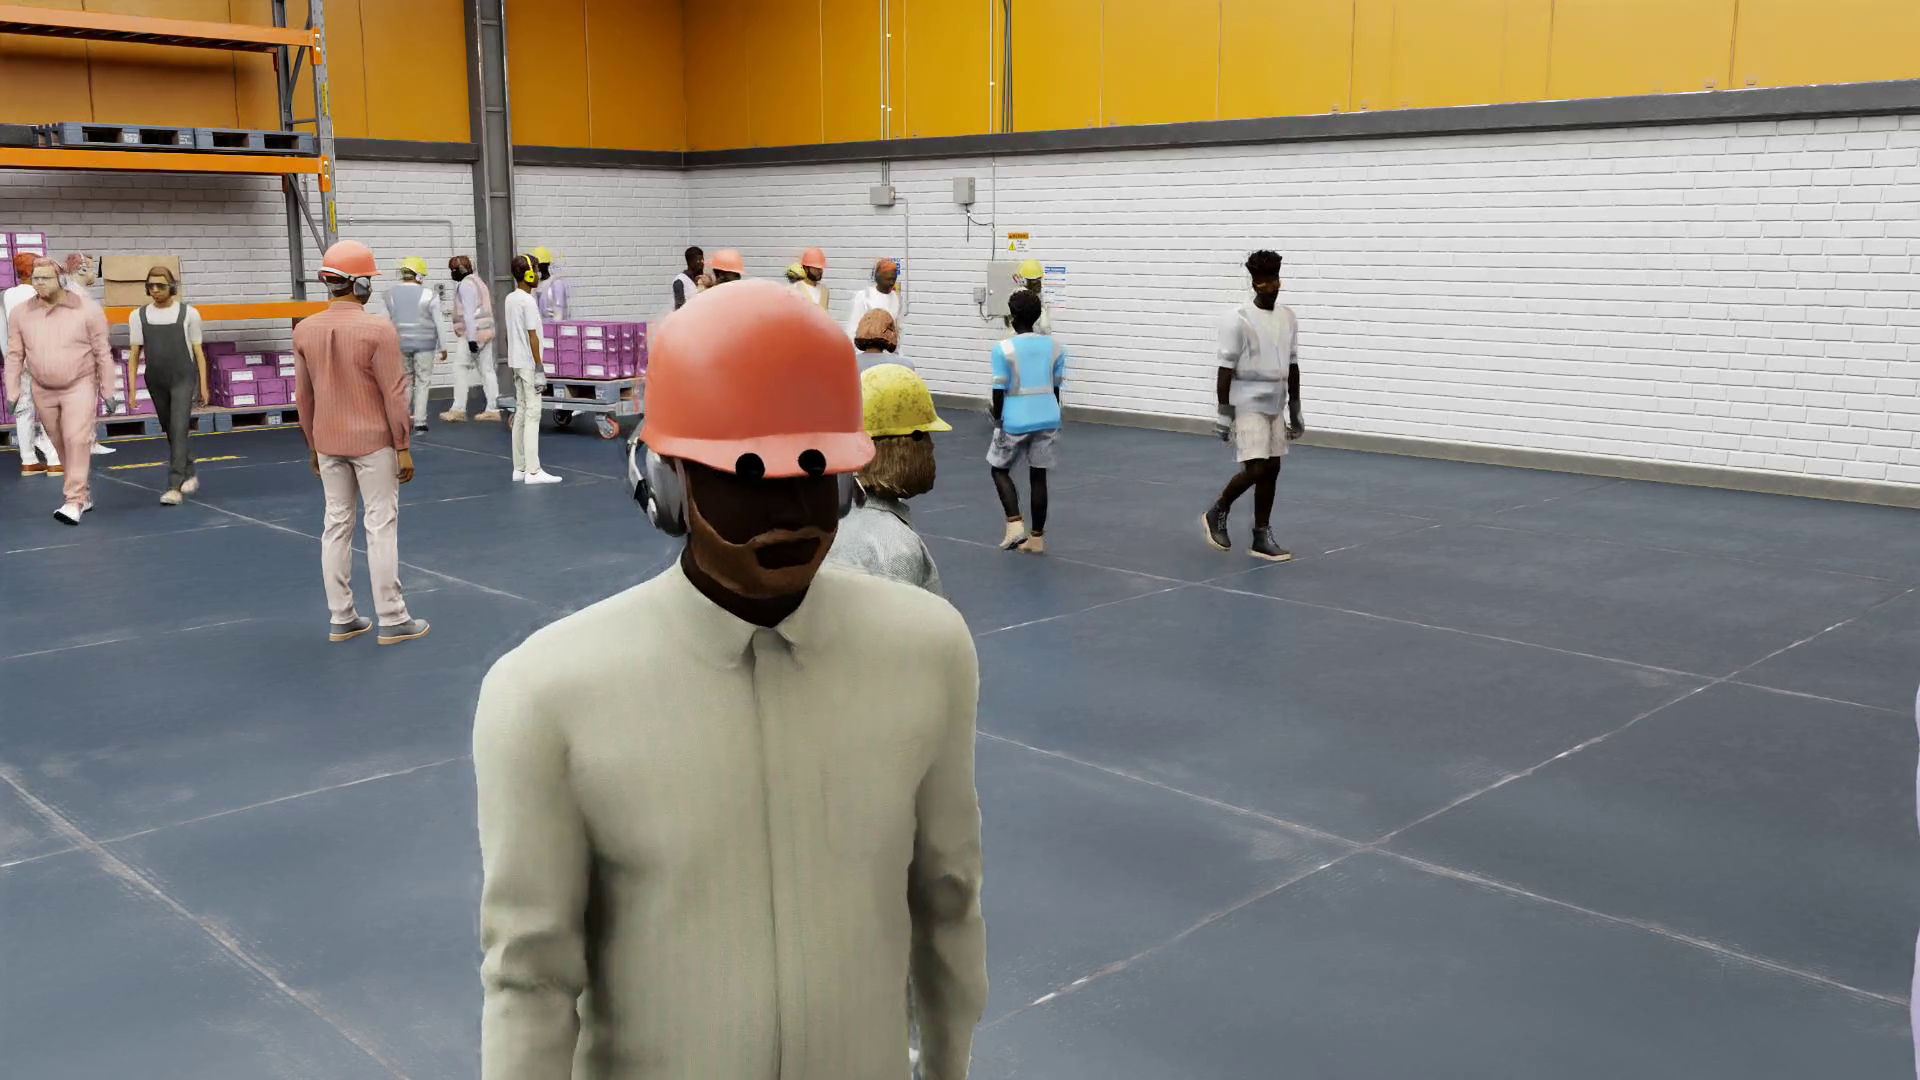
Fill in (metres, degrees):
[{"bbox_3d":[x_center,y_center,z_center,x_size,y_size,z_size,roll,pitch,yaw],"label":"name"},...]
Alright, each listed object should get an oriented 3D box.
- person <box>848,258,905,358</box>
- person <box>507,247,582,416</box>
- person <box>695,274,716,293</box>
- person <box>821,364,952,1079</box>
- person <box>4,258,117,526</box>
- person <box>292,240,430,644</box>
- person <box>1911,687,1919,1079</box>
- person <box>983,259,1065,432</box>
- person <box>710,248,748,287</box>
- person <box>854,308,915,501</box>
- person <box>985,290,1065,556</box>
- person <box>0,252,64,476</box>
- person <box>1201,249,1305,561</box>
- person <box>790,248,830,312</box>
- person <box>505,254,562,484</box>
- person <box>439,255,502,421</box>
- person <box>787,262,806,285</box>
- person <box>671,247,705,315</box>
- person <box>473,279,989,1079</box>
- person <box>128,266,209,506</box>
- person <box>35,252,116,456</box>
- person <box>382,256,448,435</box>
[{"bbox_3d":[-0.819,-1.715,15.515,1.011,1.826,0.655,10,14,44],"label":"person"},{"bbox_3d":[-4.586,-2.271,18.352,0.605,1.882,0.929,9,14,40],"label":"person"},{"bbox_3d":[-2.516,-1.844,16.690,0.512,1.642,0.311,10,14,43],"label":"person"},{"bbox_3d":[-0.161,0.474,3.770,0.294,1.744,0.487,-5,11,-24],"label":"person"},{"bbox_3d":[-6.359,-1.038,11.699,0.677,1.855,0.972,-1,10,-5],"label":"person"},{"bbox_3d":[-2.980,-0.475,8.256,0.608,1.996,0.379,3,11,17],"label":"person"},{"bbox_3d":[1.390,0.703,1.987,0.636,1.939,0.364,-4,11,-22],"label":"person"},{"bbox_3d":[0.645,-2.004,17.212,0.868,1.795,0.607,4,11,19],"label":"person"},{"bbox_3d":[-1.968,-1.446,13.767,0.453,1.914,0.572,2,11,13],"label":"person"},{"bbox_3d":[-0.477,-0.491,9.378,0.492,1.624,0.308,5,11,23],"label":"person"},{"bbox_3d":[0.417,-0.729,10.510,0.539,1.683,0.369,-5,11,-23],"label":"person"},{"bbox_3d":[-7.777,-1.473,14.002,0.584,1.883,0.337,2,11,13],"label":"person"},{"bbox_3d":[1.826,-0.830,10.334,0.623,1.940,0.476,-8,13,-38],"label":"person"},{"bbox_3d":[-1.400,-1.875,16.167,0.563,1.887,0.960,-10,14,-43],"label":"person"},{"bbox_3d":[-3.524,-1.394,13.617,0.318,1.868,0.531,-8,13,-37],"label":"person"},{"bbox_3d":[-5.390,-2.192,18.136,0.770,1.803,0.644,0,10,2],"label":"person"},{"bbox_3d":[-1.720,-2.003,17.261,0.557,1.733,0.488,5,11,24],"label":"person"},{"bbox_3d":[-3.044,-2.343,18.744,0.451,1.898,0.586,4,11,19],"label":"person"},{"bbox_3d":[-0.231,0.696,1.921,0.635,1.972,0.484,-5,11,-23],"label":"person"},{"bbox_3d":[-6.058,-1.193,12.735,0.528,1.800,0.981,-2,11,-10],"label":"person"},{"bbox_3d":[-8.155,-1.673,15.145,0.664,1.874,0.663,-6,12,-31],"label":"person"},{"bbox_3d":[-5.526,-1.972,16.933,0.605,1.808,0.488,1,10,4],"label":"person"}]
